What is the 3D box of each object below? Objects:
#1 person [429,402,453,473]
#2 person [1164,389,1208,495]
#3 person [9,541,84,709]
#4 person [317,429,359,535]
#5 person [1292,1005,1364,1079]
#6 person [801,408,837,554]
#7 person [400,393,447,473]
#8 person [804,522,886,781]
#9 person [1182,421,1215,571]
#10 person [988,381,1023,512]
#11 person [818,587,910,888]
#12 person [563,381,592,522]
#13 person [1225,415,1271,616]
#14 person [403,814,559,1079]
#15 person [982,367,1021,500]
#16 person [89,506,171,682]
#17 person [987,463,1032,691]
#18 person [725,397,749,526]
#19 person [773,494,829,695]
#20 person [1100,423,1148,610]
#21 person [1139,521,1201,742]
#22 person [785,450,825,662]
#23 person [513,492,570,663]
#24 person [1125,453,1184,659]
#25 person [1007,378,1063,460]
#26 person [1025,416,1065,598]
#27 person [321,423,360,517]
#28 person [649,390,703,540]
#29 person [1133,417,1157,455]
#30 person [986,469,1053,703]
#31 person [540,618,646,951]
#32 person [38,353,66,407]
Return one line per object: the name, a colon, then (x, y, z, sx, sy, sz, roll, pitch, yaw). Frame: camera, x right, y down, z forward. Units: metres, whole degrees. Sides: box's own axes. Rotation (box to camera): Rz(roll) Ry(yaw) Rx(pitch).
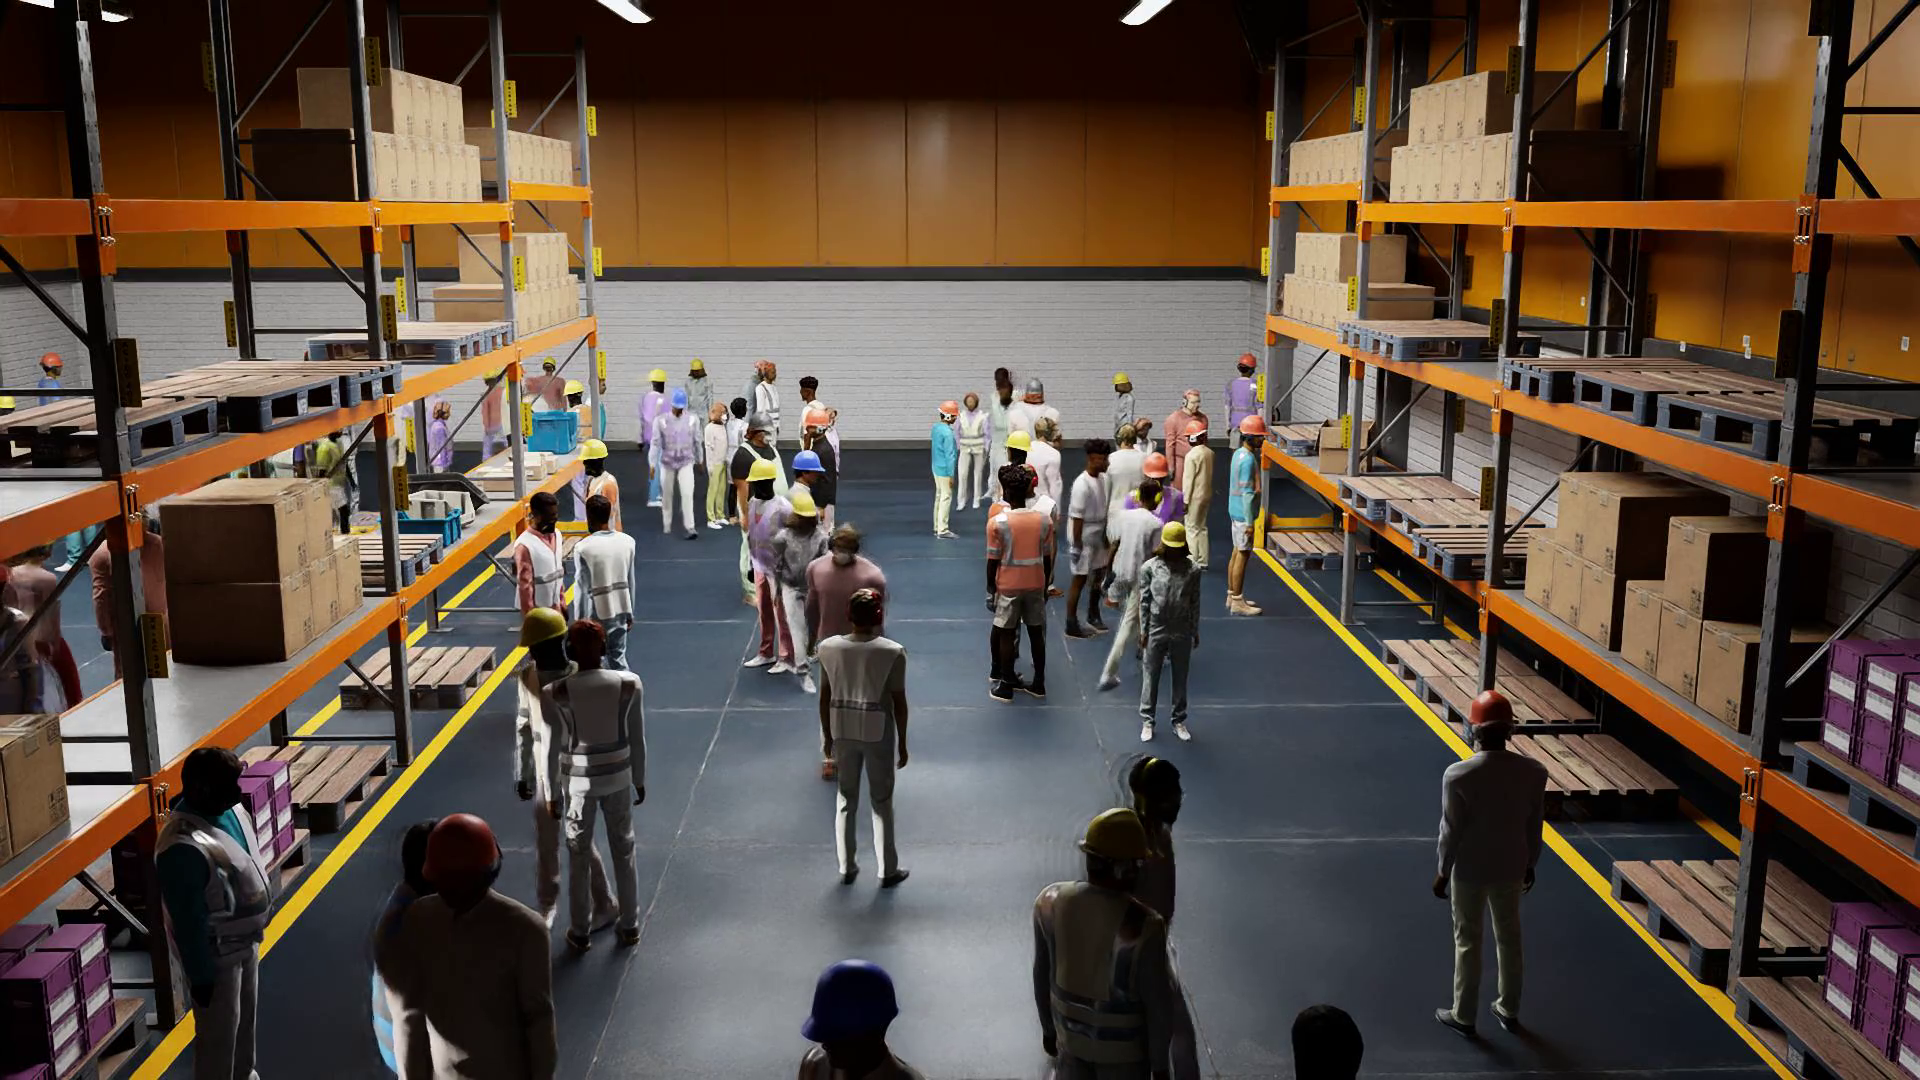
person: (-6.716, -0.982, 21.591, 0.324, 1.631, 0.524, -4, 12, -21)
person: (2.830, -0.916, 20.565, 0.638, 1.908, 0.409, -7, 13, -30)
person: (-7.090, 0.741, 12.730, 0.531, 1.727, 0.898, 5, 12, 22)
person: (-7.352, -0.646, 19.777, 0.717, 1.665, 0.548, -1, 11, -4)
person: (1.032, 2.238, 4.728, 0.592, 1.917, 0.392, -4, 12, -17)
person: (-1.512, -0.424, 17.868, 0.376, 1.997, 0.612, -3, 12, -14)
person: (-7.335, -1.361, 22.822, 0.615, 1.891, 0.601, -4, 12, -19)
person: (-0.831, 0.750, 12.315, 0.664, 1.887, 1.006, 3, 12, 15)
person: (2.656, -0.481, 18.810, 0.352, 1.738, 0.573, 8, 14, 34)
person: (0.706, -1.256, 22.481, 0.597, 1.834, 1.084, 7, 13, 31)
person: (-0.587, 1.204, 10.082, 0.565, 1.847, 0.396, 4, 12, 18)
person: (-4.922, -1.102, 21.490, 0.399, 1.911, 0.596, 4, 12, 18)
person: (2.932, -0.257, 16.916, 0.394, 2.041, 0.612, 0, 11, 2)
person: (-1.761, 1.936, 6.077, 0.617, 1.986, 0.411, 4, 12, 17)
person: (0.701, -1.534, 23.740, 0.899, 1.886, 0.583, -11, 16, -43)
person: (-6.267, 0.640, 12.749, 0.409, 1.913, 0.647, 10, 15, 41)
person: (0.425, 0.310, 14.261, 0.361, 1.964, 0.613, -3, 12, -15)
person: (-2.842, -0.998, 21.499, 0.532, 1.697, 0.319, 10, 15, 41)
person: (-1.395, 0.412, 14.452, 0.491, 1.697, 0.918, -5, 12, -23)
person: (1.704, -0.238, 17.120, 0.622, 1.932, 0.368, -4, 12, -20)
person: (1.623, 0.705, 12.866, 0.484, 1.737, 0.305, -1, 11, -4)
person: (-1.422, 0.147, 15.160, 0.414, 1.939, 0.605, -1, 11, -5)
person: (-3.321, 0.552, 13.210, 0.398, 1.908, 0.599, 3, 12, 14)
person: (1.773, 0.150, 15.186, 0.549, 1.924, 0.391, -1, 11, -3)
person: (0.920, -1.000, 20.646, 0.702, 2.000, 0.535, -1, 11, -6)
person: (0.859, -0.346, 17.626, 0.366, 1.938, 0.630, -8, 14, -35)
person: (-8.342, -1.186, 22.349, 0.485, 1.737, 0.321, -11, 16, -44)
person: (-3.546, -0.947, 20.805, 0.690, 1.874, 1.030, -4, 12, -18)
person: (2.148, -0.656, 19.947, 0.515, 1.633, 0.321, -6, 13, -28)
person: (0.491, 0.383, 13.934, 0.603, 1.957, 0.385, -5, 12, -23)
person: (-2.026, 1.357, 9.240, 0.579, 1.879, 0.350, -4, 12, -21)
person: (-13.044, -1.680, 24.052, 0.614, 2.040, 0.378, 10, 15, 41)
